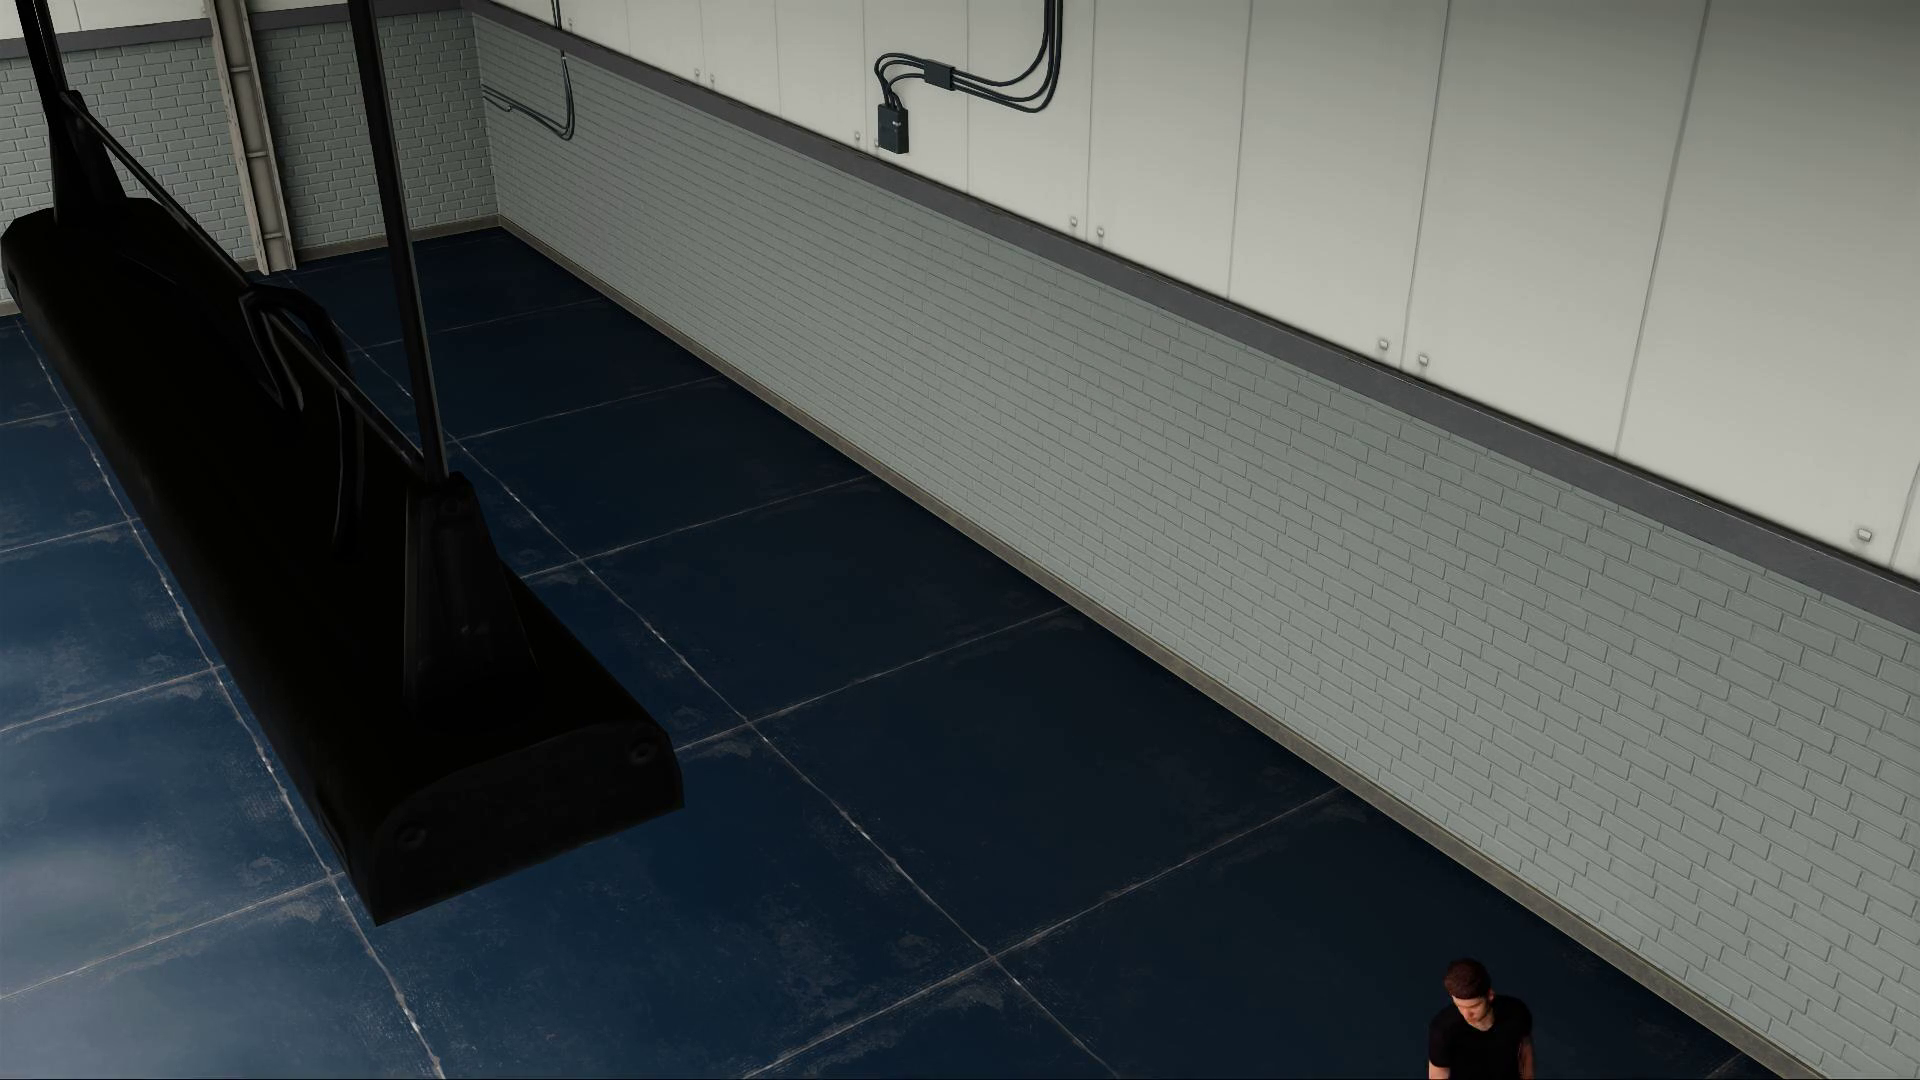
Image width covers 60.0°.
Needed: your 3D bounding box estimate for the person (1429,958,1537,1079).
[{"bbox_3d":[2.409,2.593,7.743,0.923,1.810,1.003,-7,29,-14],"label":"person"}]
